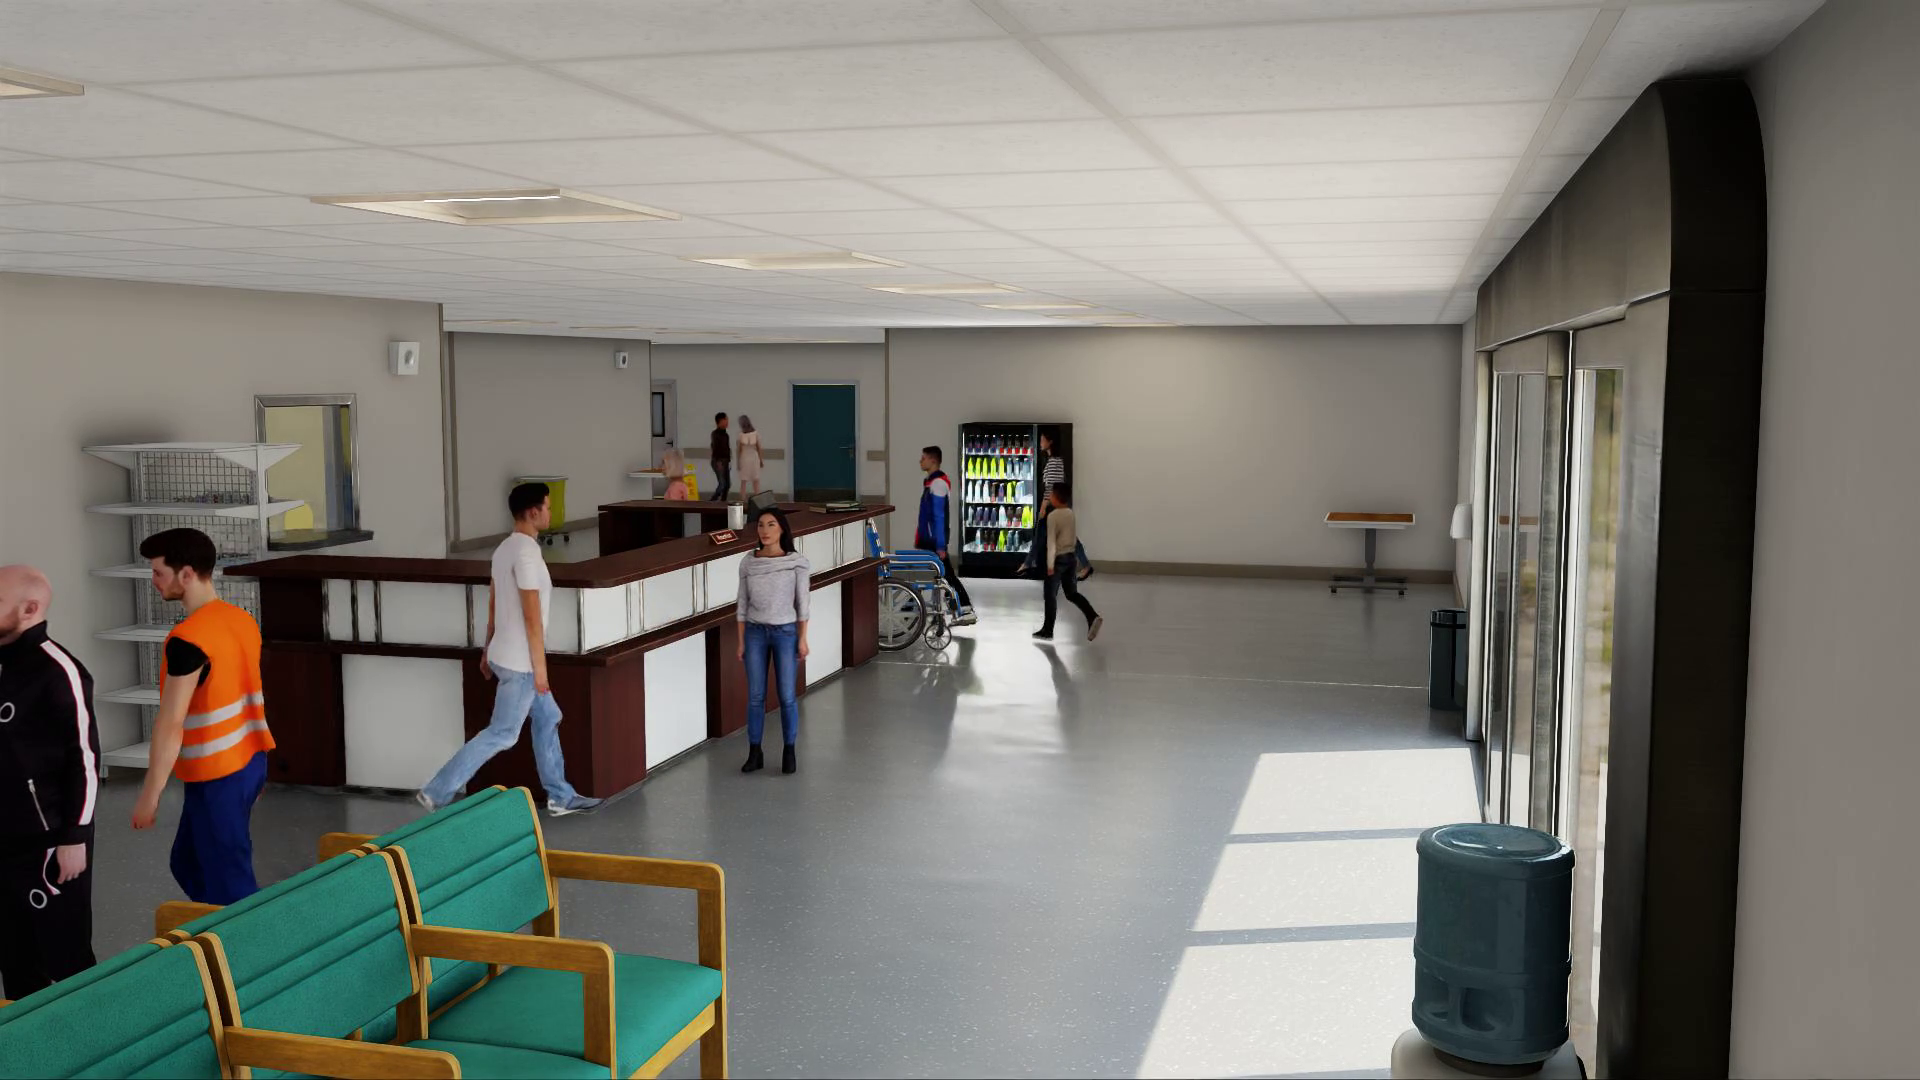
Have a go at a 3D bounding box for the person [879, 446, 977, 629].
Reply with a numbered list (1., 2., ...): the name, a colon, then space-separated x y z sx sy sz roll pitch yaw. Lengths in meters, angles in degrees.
1. person: -0.155 0.026 15.511 1.254 1.710 0.933 0 6 -5

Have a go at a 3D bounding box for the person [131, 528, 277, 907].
1. person: -2.672 0.887 6.211 0.821 1.859 0.809 -1 6 -7

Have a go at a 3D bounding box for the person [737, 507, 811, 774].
1. person: -1.146 0.605 10.136 0.498 1.633 0.693 1 6 6

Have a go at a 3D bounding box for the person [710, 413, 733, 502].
1. person: -4.083 -1.245 27.961 0.745 1.746 0.708 3 6 25

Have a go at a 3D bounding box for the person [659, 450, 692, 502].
1. person: -2.586 0.018 15.592 1.039 1.710 0.845 -1 6 -8

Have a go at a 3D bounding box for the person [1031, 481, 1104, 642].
1. person: 0.969 0.216 14.951 1.018 1.444 0.817 5 8 41

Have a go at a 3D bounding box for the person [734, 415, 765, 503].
1. person: -3.568 -1.249 28.288 1.127 1.690 1.155 -2 6 -20

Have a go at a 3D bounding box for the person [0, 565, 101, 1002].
1. person: -2.967 0.984 5.356 0.591 1.837 0.776 3 6 27

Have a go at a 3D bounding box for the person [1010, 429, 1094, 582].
1. person: 1.187 -0.332 18.945 1.216 1.719 0.725 1 6 5

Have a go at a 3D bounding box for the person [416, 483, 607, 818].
1. person: -2.439 0.652 8.804 1.298 1.807 1.162 -2 6 -22
